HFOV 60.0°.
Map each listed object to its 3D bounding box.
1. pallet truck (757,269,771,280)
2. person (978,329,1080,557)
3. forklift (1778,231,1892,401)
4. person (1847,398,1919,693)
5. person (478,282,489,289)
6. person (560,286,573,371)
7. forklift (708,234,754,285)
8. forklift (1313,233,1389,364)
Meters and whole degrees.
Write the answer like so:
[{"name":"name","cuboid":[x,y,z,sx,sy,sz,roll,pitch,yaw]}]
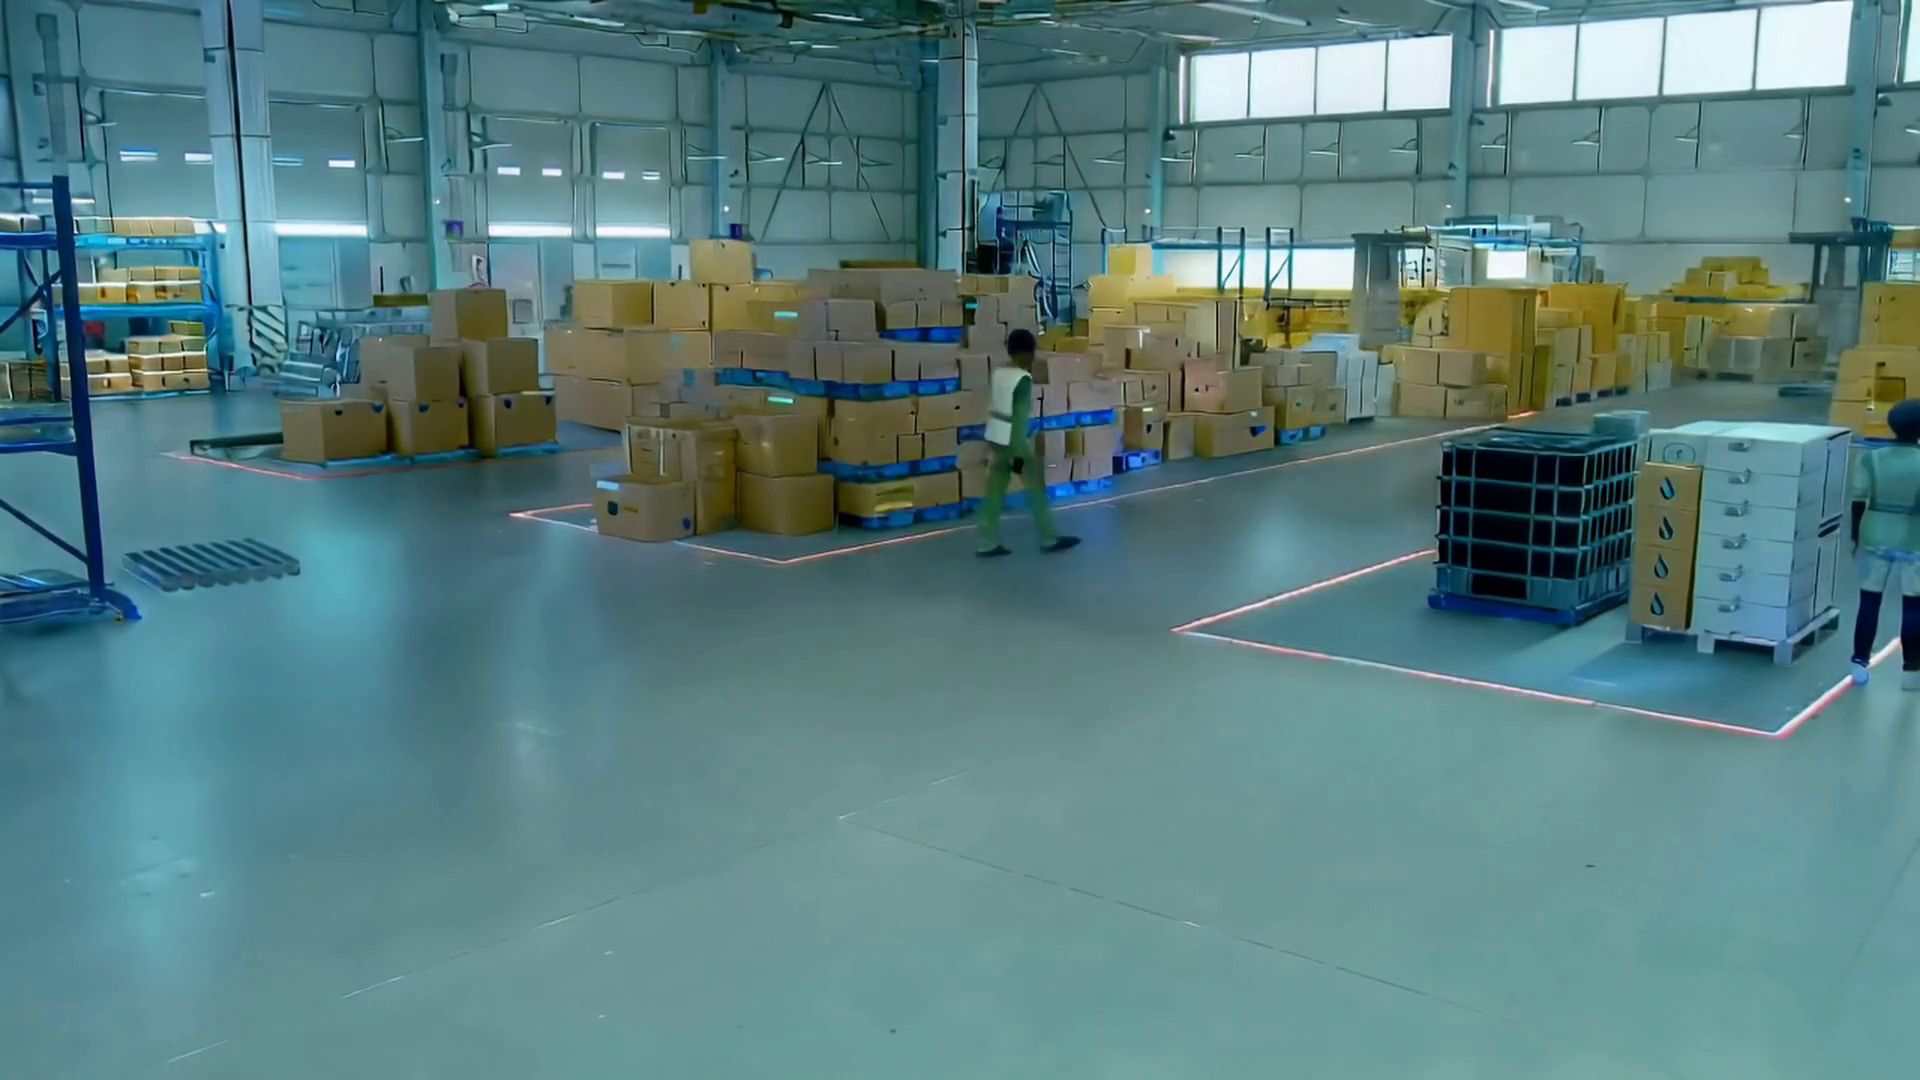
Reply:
[{"name":"pallet truck","cuboid":[-4.996,-6.432,45.525,1.885,1.965,0.823,-6,12,-32]},{"name":"person","cuboid":[0.558,-0.793,13.773,0.932,1.881,0.596,-5,11,-24]},{"name":"forklift","cuboid":[15.004,-3.785,27.943,1.873,2.768,1.129,-4,11,-24]},{"name":"person","cuboid":[5.410,0.027,9.596,0.540,1.698,0.317,8,13,39]},{"name":"person","cuboid":[-10.041,-4.547,35.288,0.717,1.819,0.505,-1,10,-4]},{"name":"person","cuboid":[-6.781,-3.536,29.341,0.644,1.900,0.999,7,12,36]},{"name":"forklift","cuboid":[-4.754,-4.993,34.817,1.129,2.768,1.873,-2,10,-12]},{"name":"forklift","cuboid":[7.900,-4.533,32.202,1.873,2.768,1.129,8,13,40]}]
